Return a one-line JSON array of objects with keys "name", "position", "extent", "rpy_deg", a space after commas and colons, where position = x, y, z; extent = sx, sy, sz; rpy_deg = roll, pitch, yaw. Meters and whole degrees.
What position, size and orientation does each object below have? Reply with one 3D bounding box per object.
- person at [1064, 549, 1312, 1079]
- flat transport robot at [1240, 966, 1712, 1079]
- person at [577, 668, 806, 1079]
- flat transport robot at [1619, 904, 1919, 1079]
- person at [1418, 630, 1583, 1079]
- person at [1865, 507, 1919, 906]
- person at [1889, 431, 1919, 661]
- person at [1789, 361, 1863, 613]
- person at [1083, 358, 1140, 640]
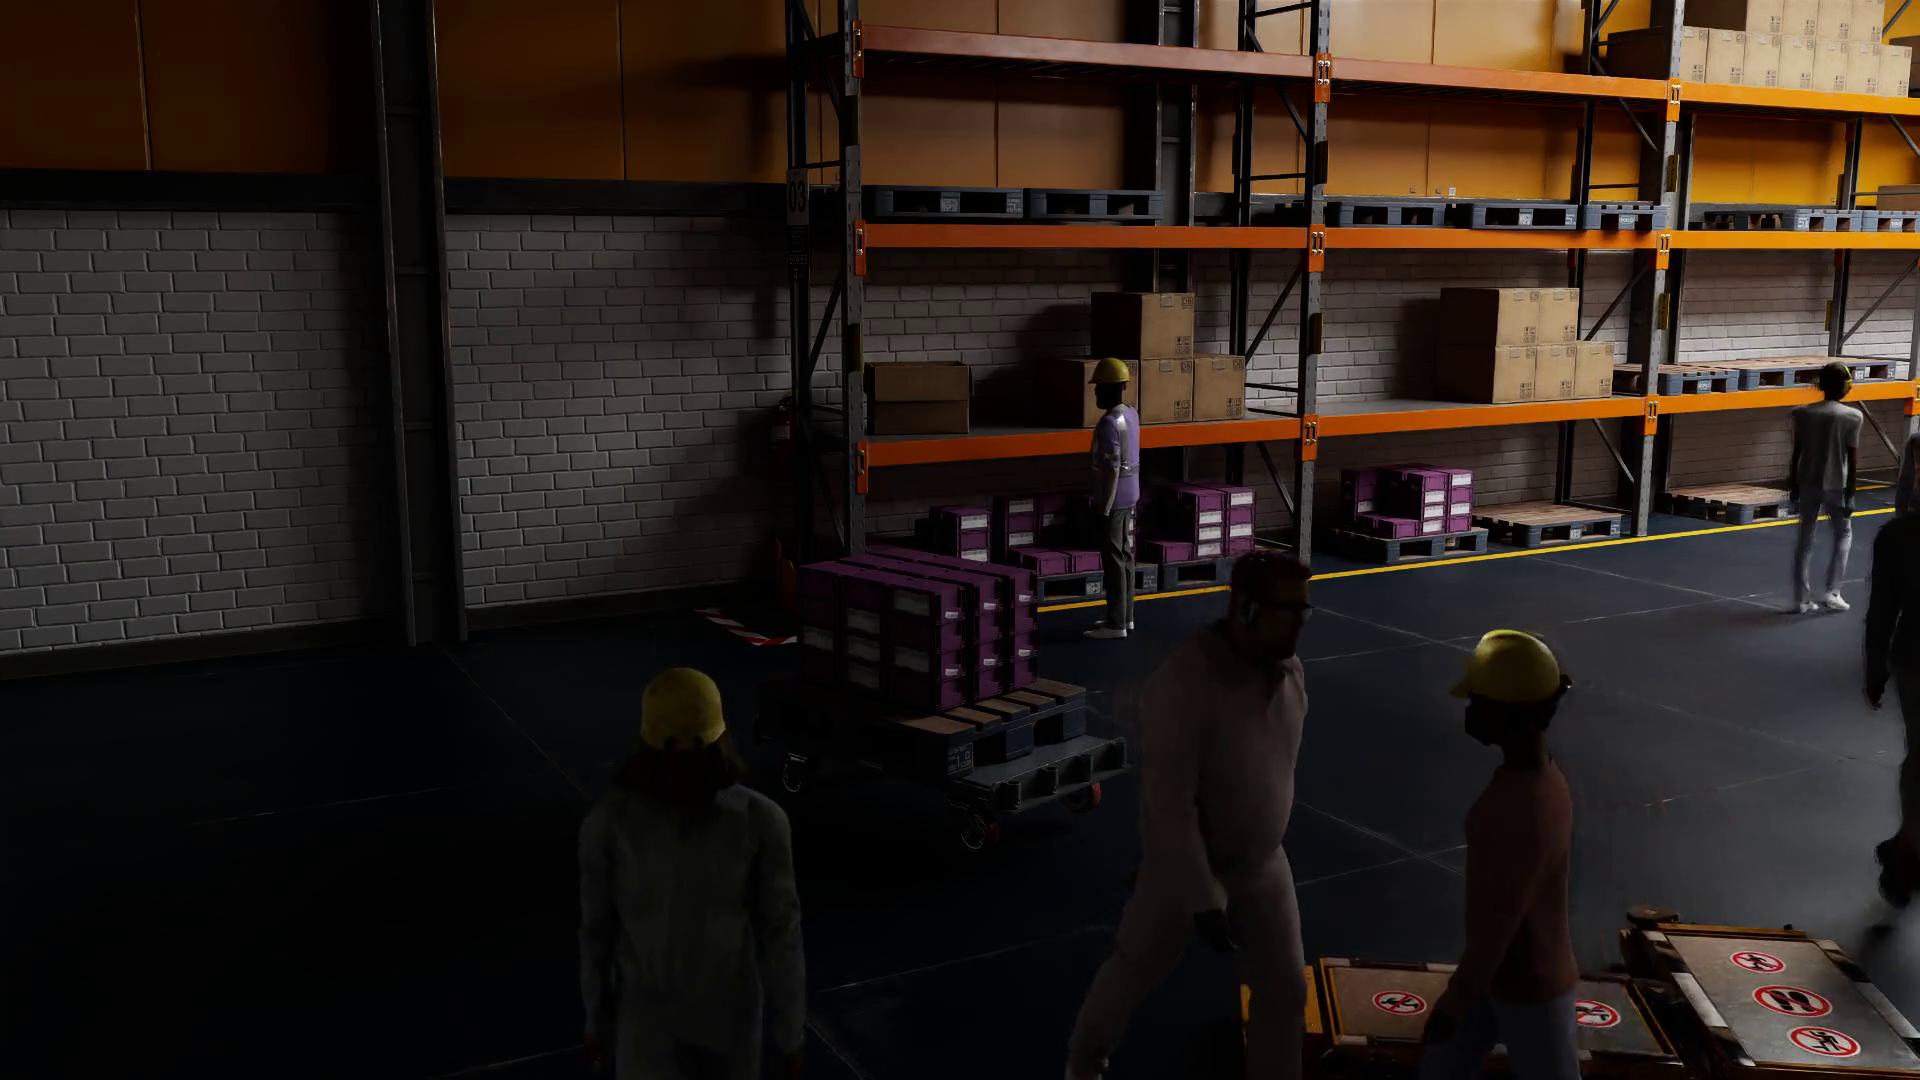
[{"name": "person", "position": [0.688, 0.904, 4.856], "extent": [0.672, 1.845, 0.921], "rpy_deg": [-7, 12, -36]}, {"name": "flat transport robot", "position": [1.636, 1.593, 5.360], "extent": [1.431, 0.197, 0.652], "rpy_deg": [1, 10, 8]}, {"name": "person", "position": [-0.601, 1.142, 3.801], "extent": [0.512, 1.701, 0.849], "rpy_deg": [-2, 10, -13]}, {"name": "flat transport robot", "position": [2.697, 1.572, 5.485], "extent": [0.652, 0.197, 1.431], "rpy_deg": [1, 10, 8]}, {"name": "person", "position": [1.324, 1.079, 4.152], "extent": [0.873, 1.723, 0.531], "rpy_deg": [2, 10, 10]}, {"name": "person", "position": [3.955, 0.539, 6.716], "extent": [0.775, 1.915, 0.626], "rpy_deg": [-8, 12, -37]}, {"name": "person", "position": [6.278, -0.098, 10.606], "extent": [0.589, 1.833, 0.404], "rpy_deg": [8, 13, 38]}, {"name": "person", "position": [6.338, -0.379, 12.194], "extent": [0.572, 1.853, 0.512], "rpy_deg": [-9, 13, -43]}, {"name": "person", "position": [1.033, -0.280, 11.380], "extent": [0.372, 1.925, 0.595], "rpy_deg": [4, 11, 20]}]
